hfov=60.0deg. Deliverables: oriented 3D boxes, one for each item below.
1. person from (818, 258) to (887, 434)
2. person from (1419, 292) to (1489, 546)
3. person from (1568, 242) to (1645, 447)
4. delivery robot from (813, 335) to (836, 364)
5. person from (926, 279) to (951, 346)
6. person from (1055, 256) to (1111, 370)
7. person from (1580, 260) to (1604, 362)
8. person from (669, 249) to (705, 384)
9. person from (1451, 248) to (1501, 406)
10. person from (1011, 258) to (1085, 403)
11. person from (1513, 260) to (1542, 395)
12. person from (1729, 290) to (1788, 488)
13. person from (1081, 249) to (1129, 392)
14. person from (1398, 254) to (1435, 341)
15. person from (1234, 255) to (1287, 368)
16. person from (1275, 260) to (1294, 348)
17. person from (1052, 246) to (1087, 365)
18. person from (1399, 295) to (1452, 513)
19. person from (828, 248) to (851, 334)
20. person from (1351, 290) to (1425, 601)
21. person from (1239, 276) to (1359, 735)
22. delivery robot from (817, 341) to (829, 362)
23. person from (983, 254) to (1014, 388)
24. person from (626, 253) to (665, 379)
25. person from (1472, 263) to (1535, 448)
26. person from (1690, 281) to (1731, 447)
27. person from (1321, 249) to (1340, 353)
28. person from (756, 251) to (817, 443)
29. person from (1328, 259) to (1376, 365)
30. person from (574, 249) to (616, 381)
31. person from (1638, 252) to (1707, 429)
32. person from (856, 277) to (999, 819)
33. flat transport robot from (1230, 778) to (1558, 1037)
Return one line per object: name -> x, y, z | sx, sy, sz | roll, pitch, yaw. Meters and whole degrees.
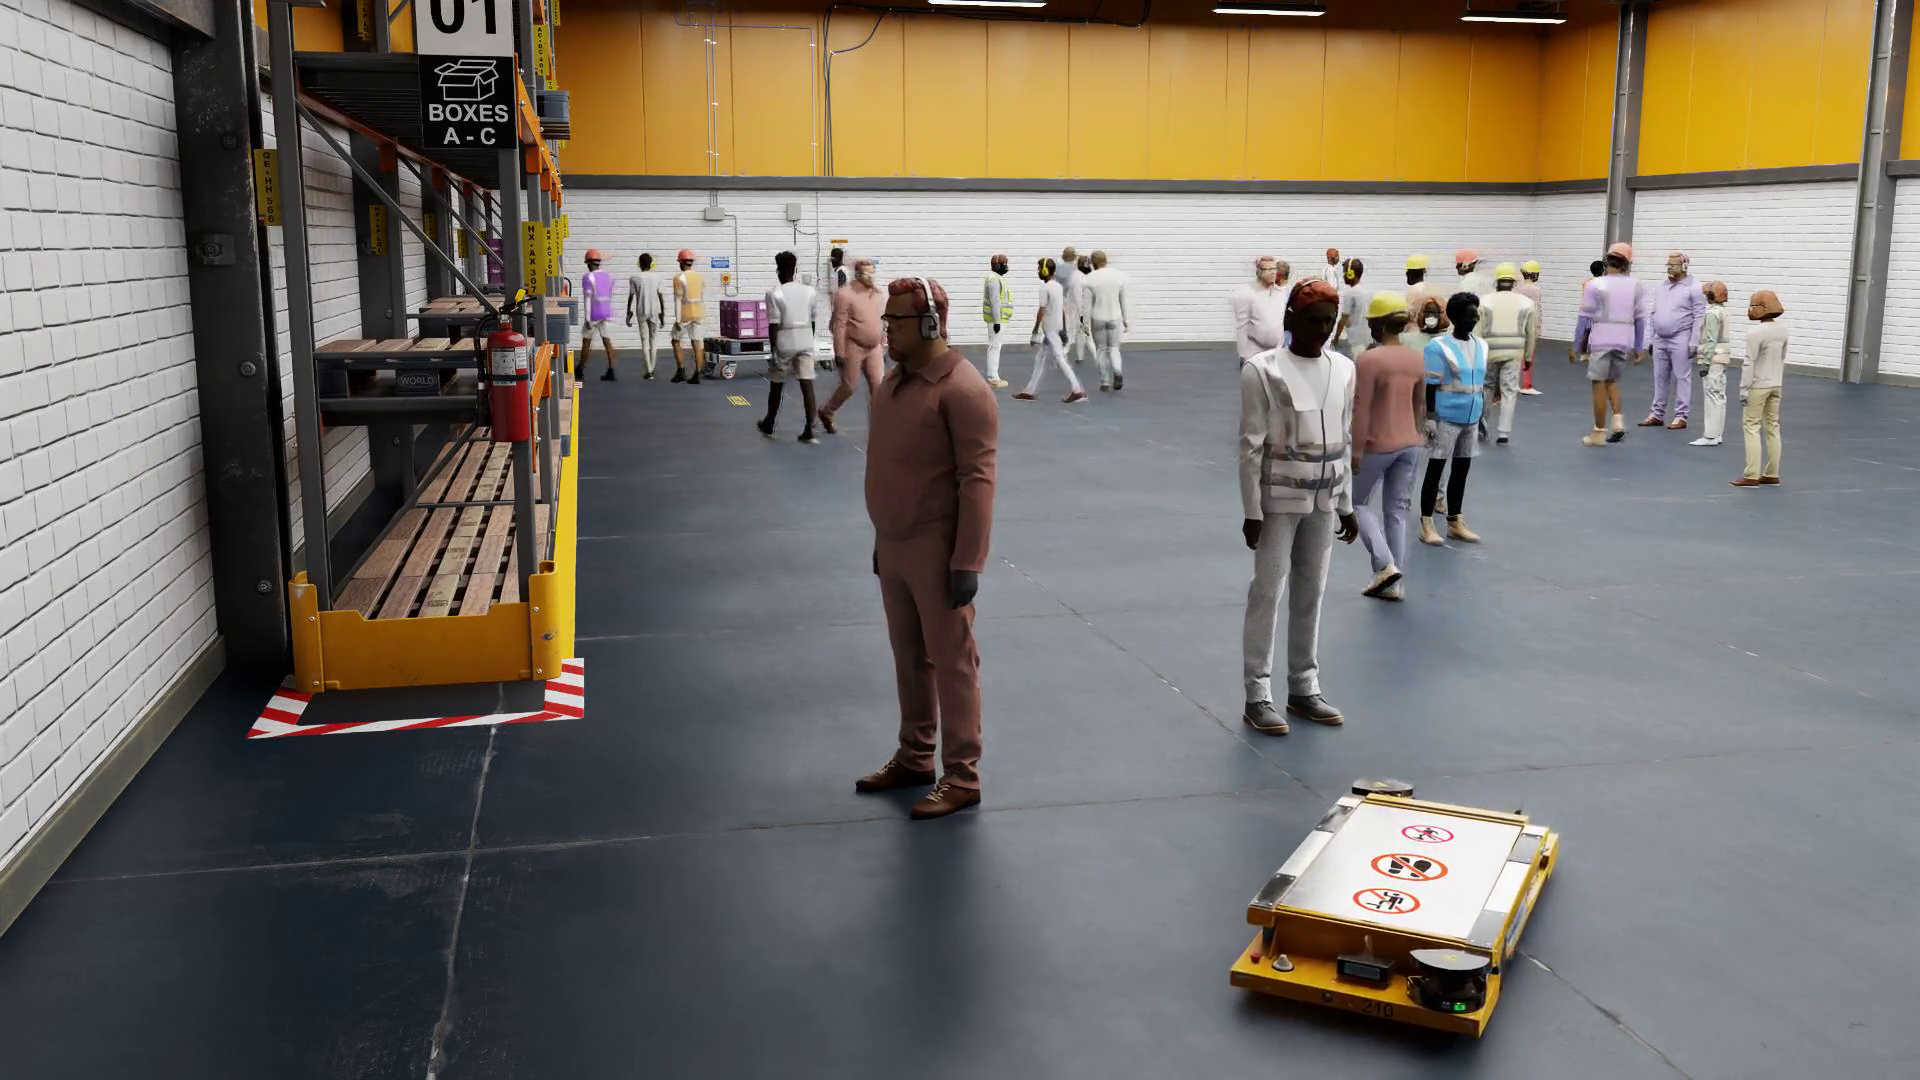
person -> -1.067, -1.987, 17.225 | 0.686, 1.867, 0.859 | -9, 14, -41
person -> 3.319, -0.811, 11.151 | 0.540, 1.695, 0.317 | -5, 11, -27
person -> 6.375, -1.911, 16.389 | 0.665, 2.012, 0.438 | -2, 10, -12
delivery robot -> -2.270, -2.932, 25.810 | 0.707, 0.478, 0.477 | -5, 11, -25
person -> -0.311, -2.121, 18.686 | 0.541, 1.594, 0.870 | -10, 14, -43
person -> 1.949, -3.550, 26.098 | 0.962, 1.778, 0.664 | 3, 11, 16
person -> 10.593, -3.810, 27.772 | 0.318, 1.697, 0.535 | -3, 11, -18
person -> -3.875, -3.162, 23.605 | 0.607, 1.903, 0.554 | 10, 14, 44
person -> 6.296, -2.601, 20.419 | 1.016, 1.945, 0.611 | 8, 13, 39
person -> 1.135, -2.623, 20.887 | 1.006, 1.823, 0.525 | 4, 11, 23
person -> 7.499, -2.800, 21.985 | 0.309, 1.769, 0.524 | -4, 11, -21
person -> 6.612, -1.238, 13.727 | 0.505, 1.628, 0.276 | -6, 12, -28
person -> 1.942, -2.908, 22.184 | 0.682, 1.907, 0.497 | -2, 10, -13
person -> 5.266, -2.318, 19.021 | 0.998, 1.884, 0.606 | 6, 12, 29
person -> 2.987, -1.854, 16.389 | 0.651, 1.892, 0.432 | -5, 11, -25
person -> 3.263, -1.976, 17.233 | 0.637, 1.822, 0.585 | 10, 14, 44
person -> 1.781, -3.792, 27.058 | 0.669, 1.934, 0.389 | -2, 10, -11
person -> 3.506, -1.009, 12.426 | 0.507, 1.631, 0.273 | 3, 11, 15
person -> -2.004, -3.943, 27.936 | 0.466, 1.897, 0.622 | -1, 10, -3
person -> 2.384, -0.522, 9.371 | 0.554, 1.750, 0.363 | -6, 12, -30
person -> 1.411, -0.143, 6.924 | 0.573, 1.887, 0.355 | -5, 12, -27
delivery robot -> -2.415, -3.016, 26.275 | 0.707, 0.478, 0.477 | -9, 13, -40
person -> 0.531, -3.044, 23.123 | 0.429, 1.841, 0.634 | 1, 10, 3
person -> -4.691, -3.321, 24.671 | 0.533, 1.833, 0.824 | -4, 11, -23
person -> 5.395, -1.853, 16.617 | 0.616, 1.798, 0.864 | 2, 10, 10
person -> 7.462, -1.743, 16.482 | 0.315, 1.636, 0.515 | 8, 13, 38
person -> 6.561, -4.210, 29.470 | 0.355, 1.883, 0.576 | 0, 10, -1
person -> -1.744, -1.961, 16.907 | 0.619, 1.910, 1.007 | -6, 12, -31
person -> 4.157, -2.095, 17.898 | 0.899, 1.825, 0.504 | 7, 13, 36
person -> -5.351, -3.272, 24.245 | 0.913, 1.889, 0.563 | 9, 14, 42
person -> 7.717, -2.154, 18.012 | 0.399, 1.910, 0.643 | -5, 11, -27
person -> -0.143, 0.028, 5.921 | 0.400, 1.907, 0.645 | -6, 12, -32
flat transport robot -> 1.333, 1.027, 4.918 | 0.652, 0.197, 1.431 | 5, 11, 26
